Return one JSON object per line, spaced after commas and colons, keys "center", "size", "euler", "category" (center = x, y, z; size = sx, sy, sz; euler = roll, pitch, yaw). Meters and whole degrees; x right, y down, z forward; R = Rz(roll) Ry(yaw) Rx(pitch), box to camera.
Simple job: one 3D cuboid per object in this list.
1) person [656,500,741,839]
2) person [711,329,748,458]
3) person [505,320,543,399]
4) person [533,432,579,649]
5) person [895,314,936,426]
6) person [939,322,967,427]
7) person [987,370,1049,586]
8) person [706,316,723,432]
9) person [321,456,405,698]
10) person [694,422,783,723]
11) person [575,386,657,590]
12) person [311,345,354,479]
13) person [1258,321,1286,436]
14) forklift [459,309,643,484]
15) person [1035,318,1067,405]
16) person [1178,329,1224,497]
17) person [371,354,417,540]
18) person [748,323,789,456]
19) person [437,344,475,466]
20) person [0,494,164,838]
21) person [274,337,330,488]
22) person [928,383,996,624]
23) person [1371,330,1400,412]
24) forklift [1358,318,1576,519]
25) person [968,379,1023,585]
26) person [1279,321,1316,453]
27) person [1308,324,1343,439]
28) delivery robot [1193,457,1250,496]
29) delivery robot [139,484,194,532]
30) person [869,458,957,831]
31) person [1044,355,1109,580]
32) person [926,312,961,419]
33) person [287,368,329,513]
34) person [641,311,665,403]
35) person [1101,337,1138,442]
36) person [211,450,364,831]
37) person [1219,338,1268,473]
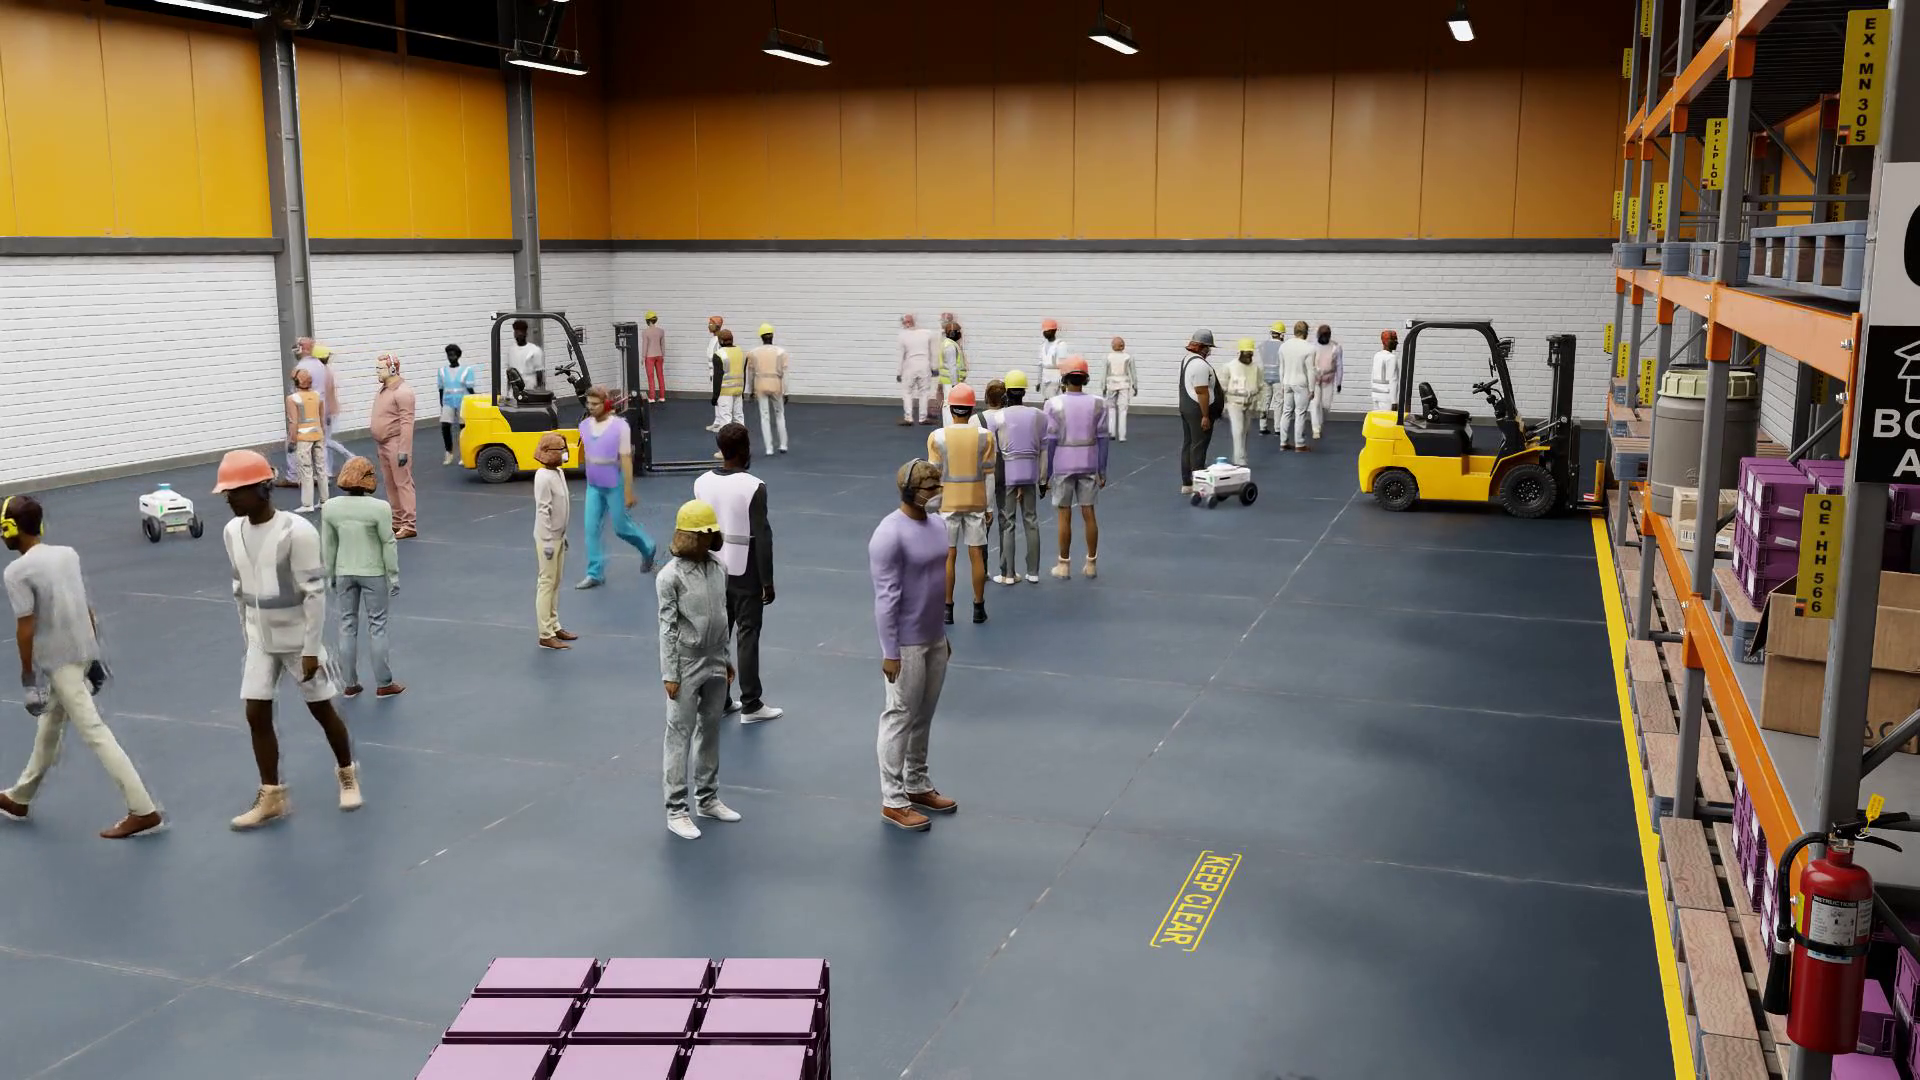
{"center": [-1.339, 0.652, 8.588], "size": [0.307, 1.743, 0.494], "euler": [7, 12, 33], "category": "person"}
{"center": [-3.314, -2.084, 23.740], "size": [0.430, 1.837, 0.619], "euler": [8, 13, 37], "category": "person"}
{"center": [-6.371, -2.225, 24.203], "size": [0.646, 1.945, 0.477], "euler": [3, 11, 18], "category": "person"}
{"center": [-3.069, -0.003, 12.582], "size": [0.286, 1.633, 0.500], "euler": [0, 10, 2], "category": "person"}
{"center": [-0.759, -2.847, 27.948], "size": [0.728, 1.875, 0.399], "euler": [-4, 11, -20], "category": "person"}
{"center": [-0.106, -2.425, 25.640], "size": [0.429, 1.845, 0.622], "euler": [-1, 10, -8], "category": "person"}
{"center": [0.496, -0.555, 14.865], "size": [0.594, 1.924, 0.384], "euler": [-4, 11, -19], "category": "person"}
{"center": [-3.937, -2.695, 27.044], "size": [0.353, 1.882, 0.573], "euler": [-5, 11, -25], "category": "person"}
{"center": [-4.003, 0.252, 11.146], "size": [0.507, 1.632, 0.268], "euler": [1, 10, 7], "category": "person"}
{"center": [-1.429, 0.210, 10.574], "size": [0.592, 1.922, 0.392], "euler": [7, 12, 33], "category": "person"}
{"center": [-3.092, -0.491, 14.870], "size": [0.573, 1.809, 0.838], "euler": [6, 12, 29], "category": "person"}
{"center": [-8.164, -1.650, 21.558], "size": [0.519, 1.761, 0.541], "euler": [-4, 11, -22], "category": "person"}
{"center": [5.010, -2.554, 26.423], "size": [0.595, 1.826, 0.403], "euler": [8, 13, 40], "category": "person"}
{"center": [-5.354, -1.902, 21.697], "size": [2.313, 2.155, 1.214], "euler": [-2, 10, -13], "category": "forklift"}
{"center": [1.362, -2.447, 25.543], "size": [0.523, 1.915, 0.566], "euler": [-7, 12, -33], "category": "person"}
{"center": [2.926, -1.548, 20.135], "size": [0.537, 2.000, 0.678], "euler": [-2, 10, -12], "category": "person"}
{"center": [-5.880, -0.964, 17.229], "size": [0.410, 1.908, 0.643], "euler": [-9, 14, -42], "category": "person"}
{"center": [-2.769, -2.182, 24.094], "size": [0.592, 1.895, 0.740], "euler": [-1, 10, -3], "category": "person"}
{"center": [-6.905, -1.835, 22.777], "size": [0.540, 1.681, 0.495], "euler": [0, 10, -1], "category": "person"}
{"center": [-4.655, 0.650, 8.567], "size": [1.129, 1.761, 0.536], "euler": [1, 10, 5], "category": "person"}
{"center": [-8.268, -1.581, 20.772], "size": [0.730, 1.888, 0.650], "euler": [1, 10, 7], "category": "person"}
{"center": [0.009, -0.286, 13.322], "size": [0.545, 1.938, 0.362], "euler": [-1, 10, -6], "category": "person"}
{"center": [5.780, -1.906, 22.599], "size": [0.356, 1.883, 0.573], "euler": [-2, 10, -13], "category": "person"}
{"center": [5.787, -1.437, 19.079], "size": [2.313, 2.155, 1.214], "euler": [3, 11, 19], "category": "forklift"}
{"center": [0.319, -0.512, 14.854], "size": [0.519, 1.844, 0.331], "euler": [3, 11, 19], "category": "person"}
{"center": [4.943, -2.242, 24.377], "size": [0.369, 1.931, 0.625], "euler": [-9, 13, -40], "category": "person"}
{"center": [5.700, -2.510, 26.239], "size": [0.636, 1.813, 0.624], "euler": [1, 10, 7], "category": "person"}
{"center": [3.050, -0.719, 19.388], "size": [0.707, 0.478, 0.477], "euler": [-8, 13, -37], "category": "delivery robot"}
{"center": [-8.236, -0.340, 17.252], "size": [0.477, 0.478, 0.707], "euler": [-9, 14, -42], "category": "delivery robot"}
{"center": [-0.233, 0.531, 8.715], "size": [0.358, 1.937, 0.636], "euler": [5, 11, 27], "category": "person"}
{"center": [1.038, -0.662, 15.142], "size": [0.615, 2.040, 0.391], "euler": [-2, 10, -13], "category": "person"}
{"center": [-0.307, -2.970, 28.646], "size": [0.924, 1.871, 0.647], "euler": [1, 10, 7], "category": "person"}
{"center": [-7.407, -1.124, 18.874], "size": [0.311, 1.642, 0.512], "euler": [5, 11, 24], "category": "person"}
{"center": [-5.903, -3.504, 31.932], "size": [0.324, 1.765, 0.534], "euler": [9, 14, 42], "category": "person"}
{"center": [2.476, -2.332, 25.743], "size": [0.552, 1.610, 0.647], "euler": [2, 10, 13], "category": "person"}
{"center": [-3.528, 0.501, 8.767], "size": [0.628, 2.004, 0.737], "euler": [4, 11, 20], "category": "person"}
{"center": [3.792, -1.753, 21.958], "size": [0.626, 1.796, 0.847], "euler": [-3, 11, -16], "category": "person"}
